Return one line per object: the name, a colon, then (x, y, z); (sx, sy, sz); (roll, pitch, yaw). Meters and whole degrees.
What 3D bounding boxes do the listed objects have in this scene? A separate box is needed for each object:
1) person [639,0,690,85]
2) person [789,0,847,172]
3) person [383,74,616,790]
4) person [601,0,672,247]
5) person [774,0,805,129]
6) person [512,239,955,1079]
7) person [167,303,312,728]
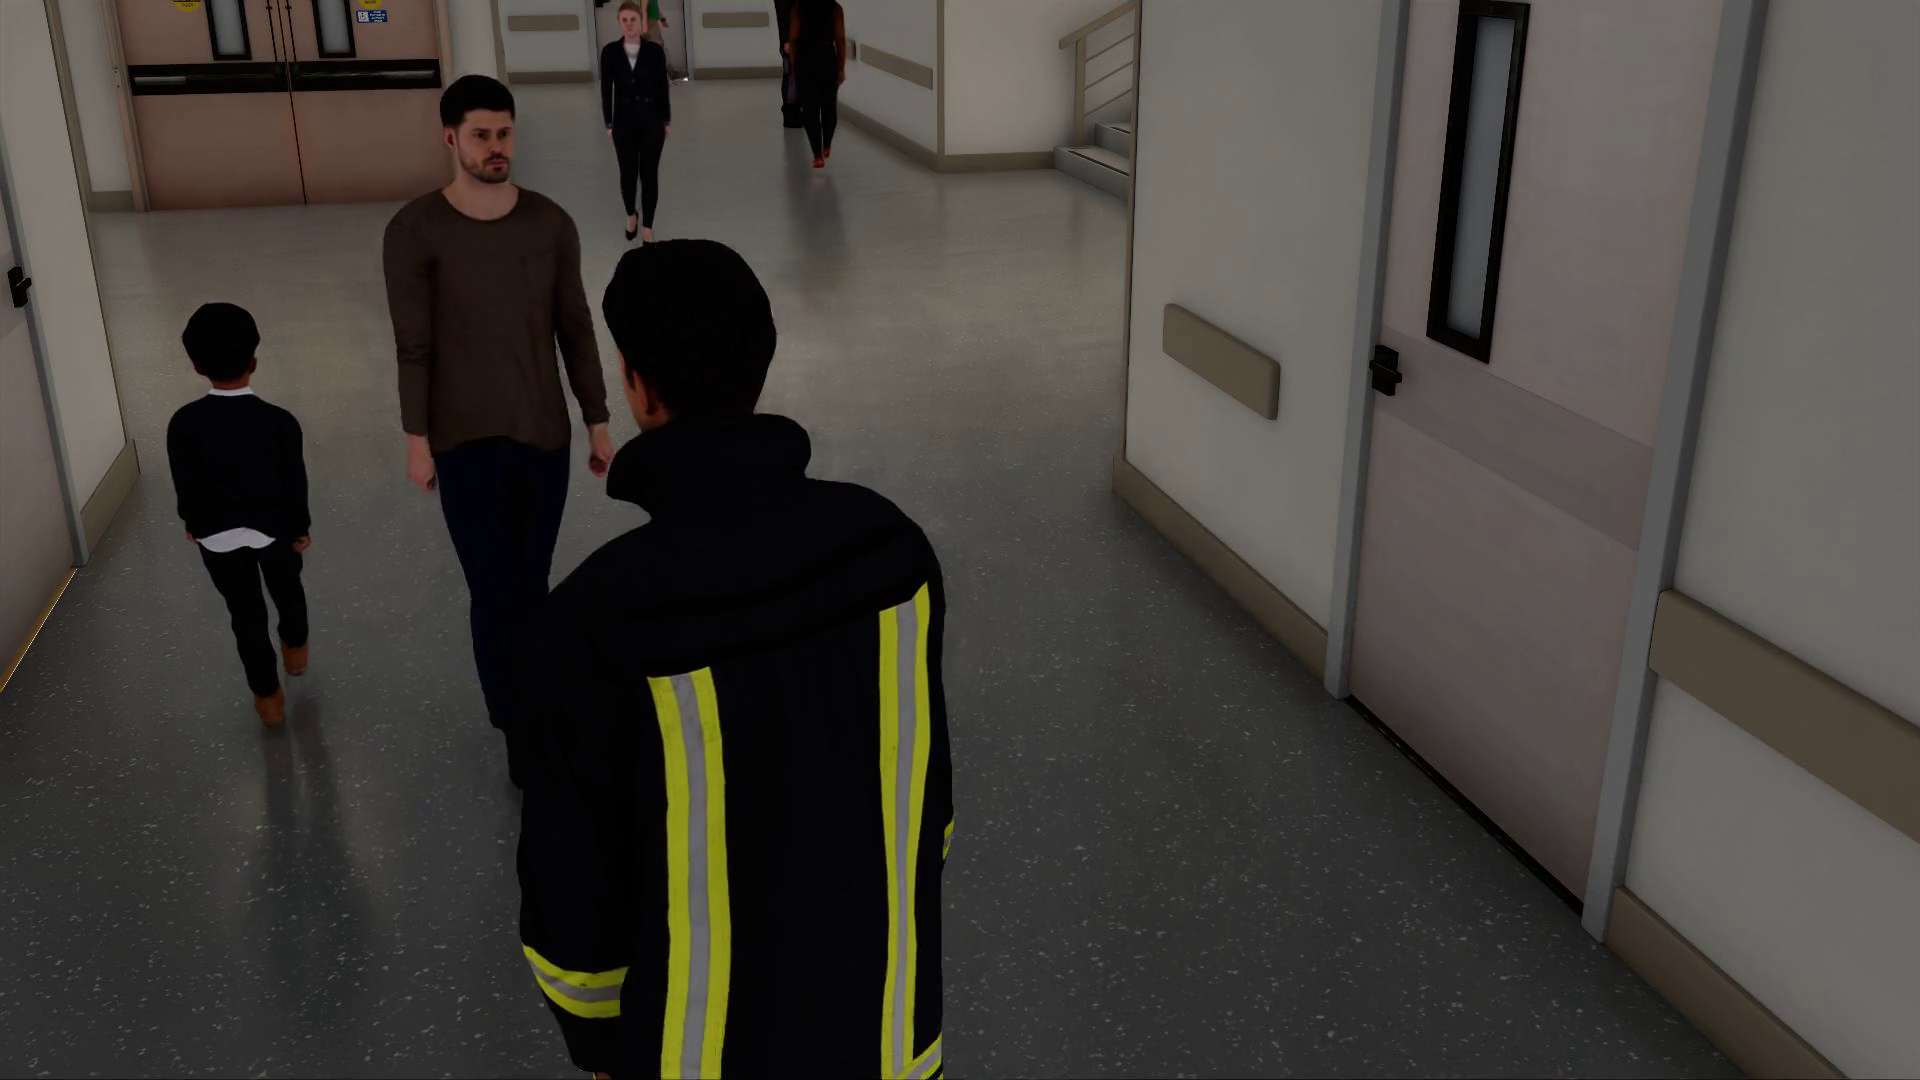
person: (-4.307, -6.996, 22.562); (1.093, 1.619, 0.723); (-2, 21, -5)
person: (-1.285, -4.183, 14.955); (1.186, 1.748, 0.793); (-4, 21, -9)
person: (-1.287, -0.304, 4.553); (0.888, 1.861, 0.890); (-15, 25, -35)
person: (-2.242, -2.886, 11.629); (0.535, 1.677, 0.668); (-5, 21, -12)
person: (-1.839, -5.530, 18.353); (0.827, 1.860, 0.854); (5, 21, 14)
person: (-0.205, 0.589, 2.138); (1.106, 1.902, 1.001); (-11, 24, -28)
person: (-2.031, -0.045, 4.738); (0.720, 1.206, 0.641); (-10, 23, -24)
